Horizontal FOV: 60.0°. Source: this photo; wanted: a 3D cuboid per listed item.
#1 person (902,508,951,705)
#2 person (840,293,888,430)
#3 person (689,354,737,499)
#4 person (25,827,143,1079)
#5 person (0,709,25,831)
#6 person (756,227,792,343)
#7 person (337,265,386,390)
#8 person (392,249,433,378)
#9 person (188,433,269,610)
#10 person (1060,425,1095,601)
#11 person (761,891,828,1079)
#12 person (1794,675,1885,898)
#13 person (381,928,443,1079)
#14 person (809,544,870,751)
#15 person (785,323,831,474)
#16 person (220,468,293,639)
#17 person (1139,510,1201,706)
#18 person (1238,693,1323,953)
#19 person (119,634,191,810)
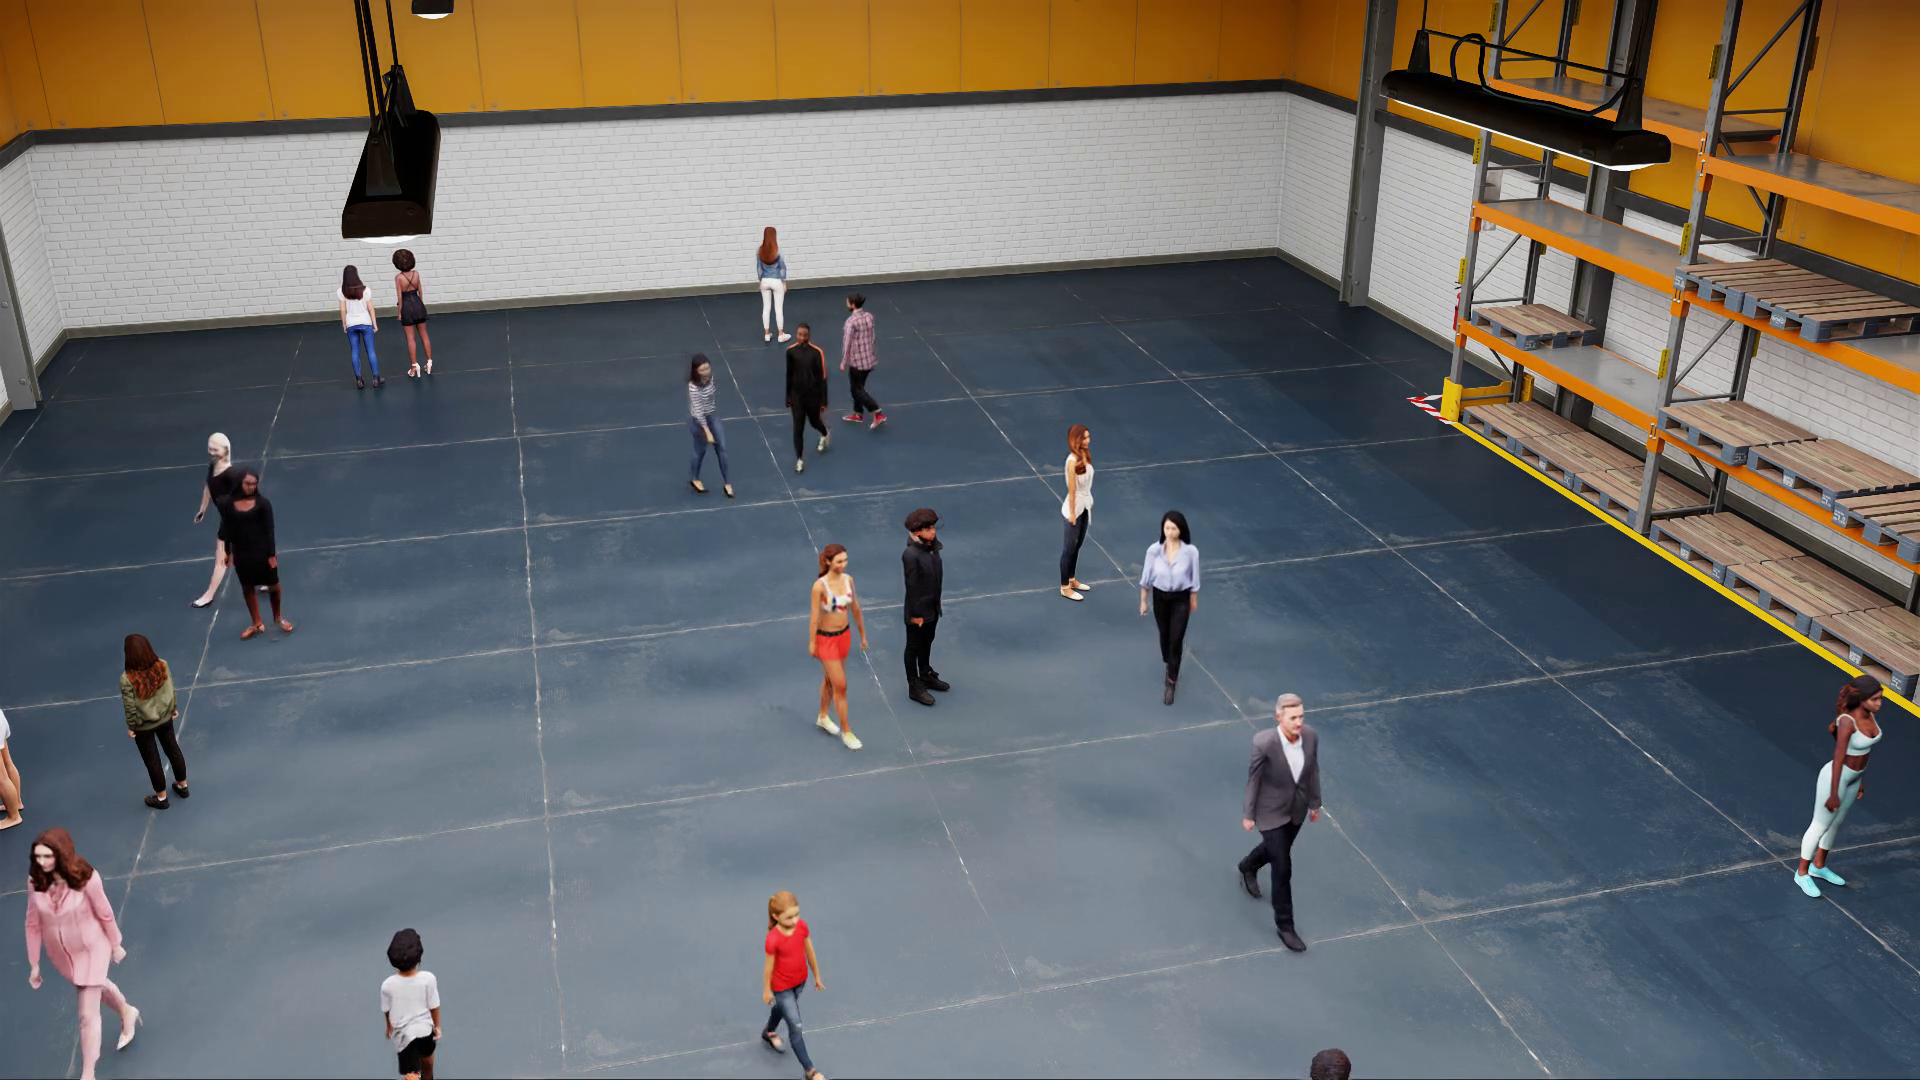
[{"bbox_3d":[-0.335,0.547,14.561,0.789,1.781,0.730,14,27,28],"label":"person"},{"bbox_3d":[-1.211,-2.244,20.997,1.098,1.739,1.052,14,27,30],"label":"person"},{"bbox_3d":[-2.923,-1.289,18.810,1.058,1.742,0.995,9,25,19],"label":"person"},{"bbox_3d":[-5.329,2.481,10.173,0.854,1.752,1.192,1,24,3],"label":"person"},{"bbox_3d":[-7.438,1.446,12.723,0.645,1.604,0.522,-9,25,-20],"label":"person"},{"bbox_3d":[-2.778,-3.769,24.534,0.690,1.700,0.700,8,25,17],"label":"person"},{"bbox_3d":[-8.129,-2.876,22.512,0.636,1.684,0.574,-2,24,-5],"label":"person"},{"bbox_3d":[-7.571,-3.144,22.995,0.688,1.789,0.655,20,31,38],"label":"person"},{"bbox_3d":[-7.037,-0.209,16.287,1.096,1.784,1.196,-18,29,-35],"label":"person"},{"bbox_3d":[1.142,-0.298,16.489,0.722,1.785,0.650,11,26,24],"label":"person"},{"bbox_3d":[-1.096,2.700,10.260,0.954,1.280,0.783,22,32,40],"label":"person"},{"bbox_3d":[6.314,1.736,11.910,0.633,1.725,0.630,-15,28,-31],"label":"person"},{"bbox_3d":[-3.235,2.901,9.849,0.579,1.241,0.858,-11,26,-23],"label":"person"},{"bbox_3d":[-1.114,0.829,13.930,0.864,1.769,1.006,-20,31,-39],"label":"person"},{"bbox_3d":[-1.802,-1.745,19.815,0.986,1.772,1.243,4,24,10],"label":"person"},{"bbox_3d":[-6.624,0.118,15.631,0.726,1.709,0.648,7,25,16],"label":"person"},{"bbox_3d":[1.882,0.519,14.702,0.945,1.719,1.063,6,24,14],"label":"person"},{"bbox_3d":[2.191,1.851,11.554,0.886,1.800,1.241,-11,26,-24],"label":"person"},{"bbox_3d":[-6.308,1.399,12.994,0.710,1.475,0.654,14,27,28],"label":"person"}]
